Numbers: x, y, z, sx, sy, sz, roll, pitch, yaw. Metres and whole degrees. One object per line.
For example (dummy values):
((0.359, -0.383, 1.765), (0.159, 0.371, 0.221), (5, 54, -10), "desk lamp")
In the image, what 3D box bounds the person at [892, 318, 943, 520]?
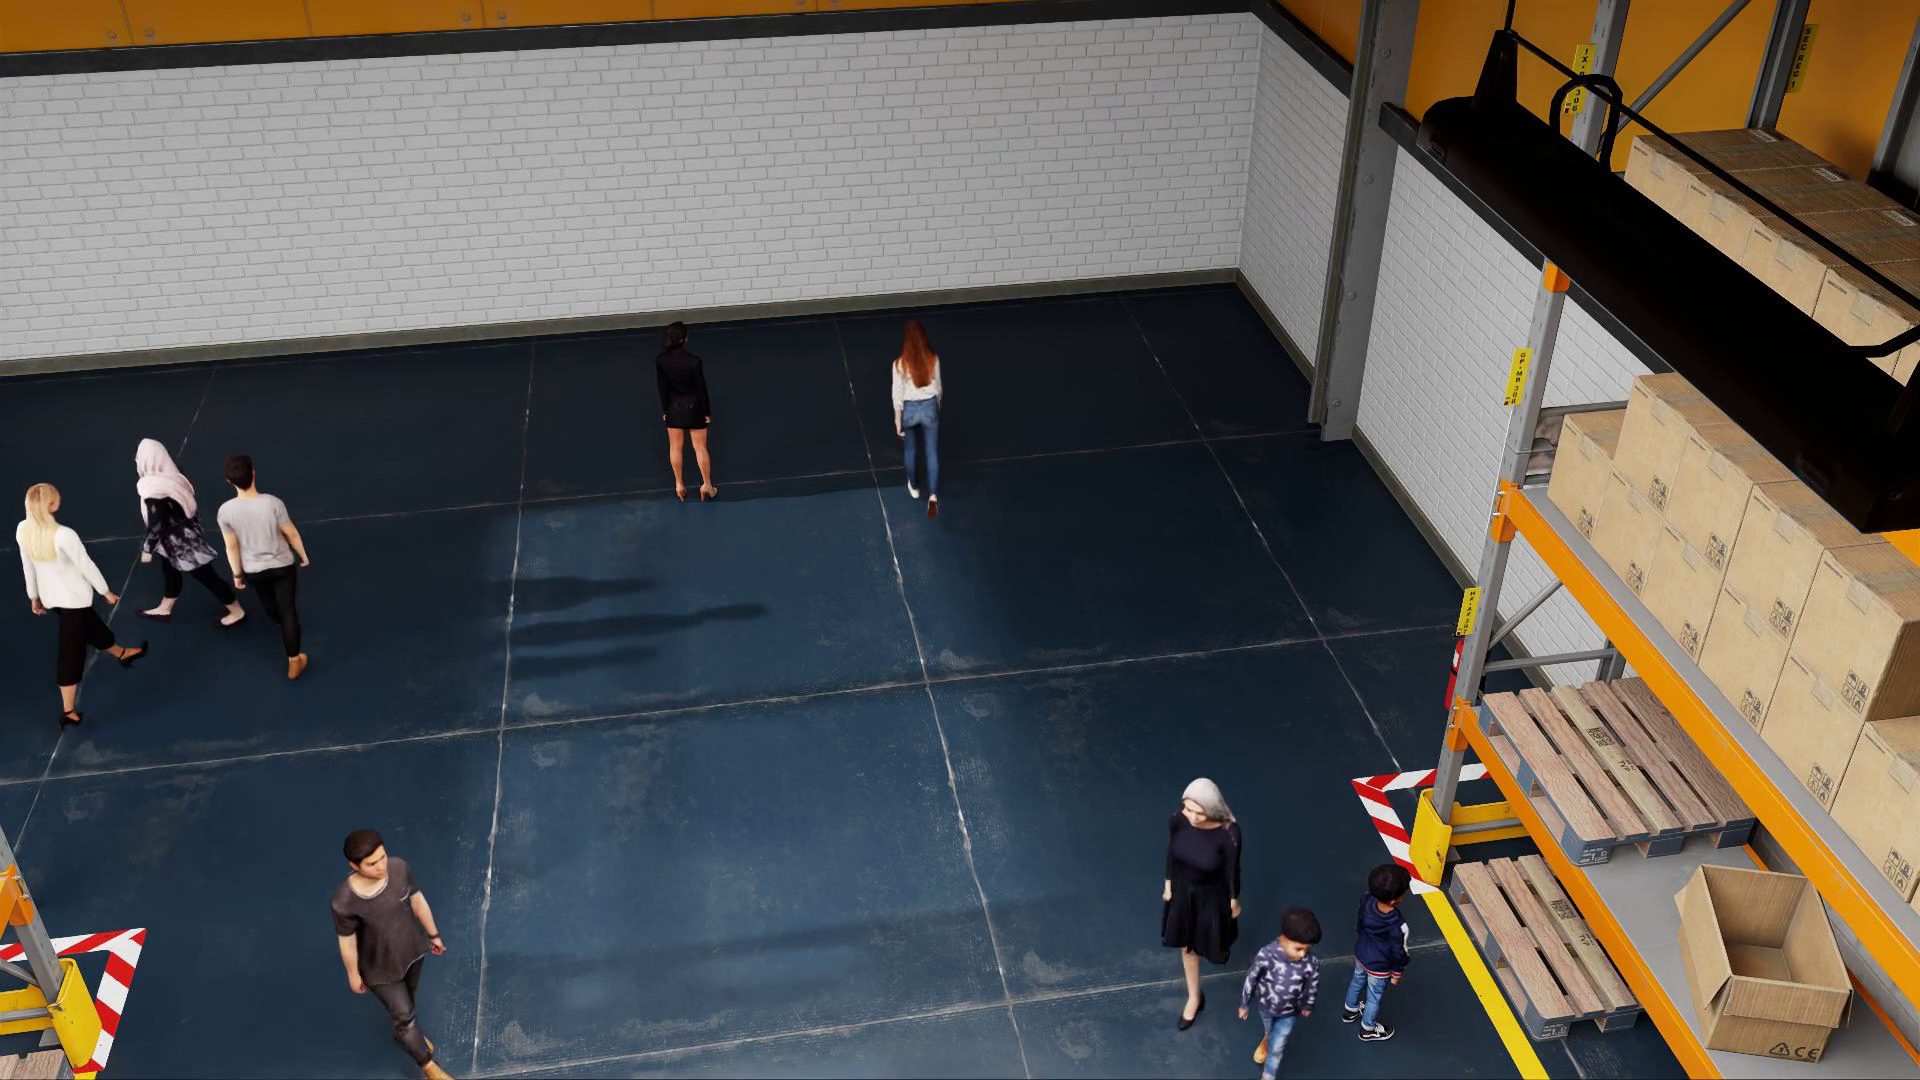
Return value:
((-0.310, -0.975, 13.475), (0.568, 1.712, 0.983), (-6, 34, -9), "person")

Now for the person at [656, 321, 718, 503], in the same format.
((-2.245, -1.043, 13.642), (0.638, 1.640, 0.695), (3, 34, 5), "person")

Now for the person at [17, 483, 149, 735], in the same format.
((-6.035, 0.506, 11.162), (0.970, 1.806, 1.242), (6, 34, 10), "person")

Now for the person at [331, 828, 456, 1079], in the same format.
((-3.068, 2.139, 8.805), (1.004, 1.695, 0.954), (20, 38, 27), "person")

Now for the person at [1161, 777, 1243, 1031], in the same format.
((1.334, 1.914, 9.117), (0.898, 1.726, 0.959), (19, 38, 26), "person")

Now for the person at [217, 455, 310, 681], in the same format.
((-4.879, 0.234, 11.690), (0.669, 1.675, 1.038), (-7, 34, -10), "person")

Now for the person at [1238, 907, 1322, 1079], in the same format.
((1.712, 2.386, 8.862), (0.771, 1.221, 0.905), (14, 36, 20), "person")

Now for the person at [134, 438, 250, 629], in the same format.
((-5.578, -0.009, 12.124), (0.714, 1.599, 0.965), (-8, 34, -11), "person")

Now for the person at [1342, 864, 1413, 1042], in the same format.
((2.276, 2.237, 9.085), (0.628, 1.221, 0.486), (-15, 36, -21), "person")
